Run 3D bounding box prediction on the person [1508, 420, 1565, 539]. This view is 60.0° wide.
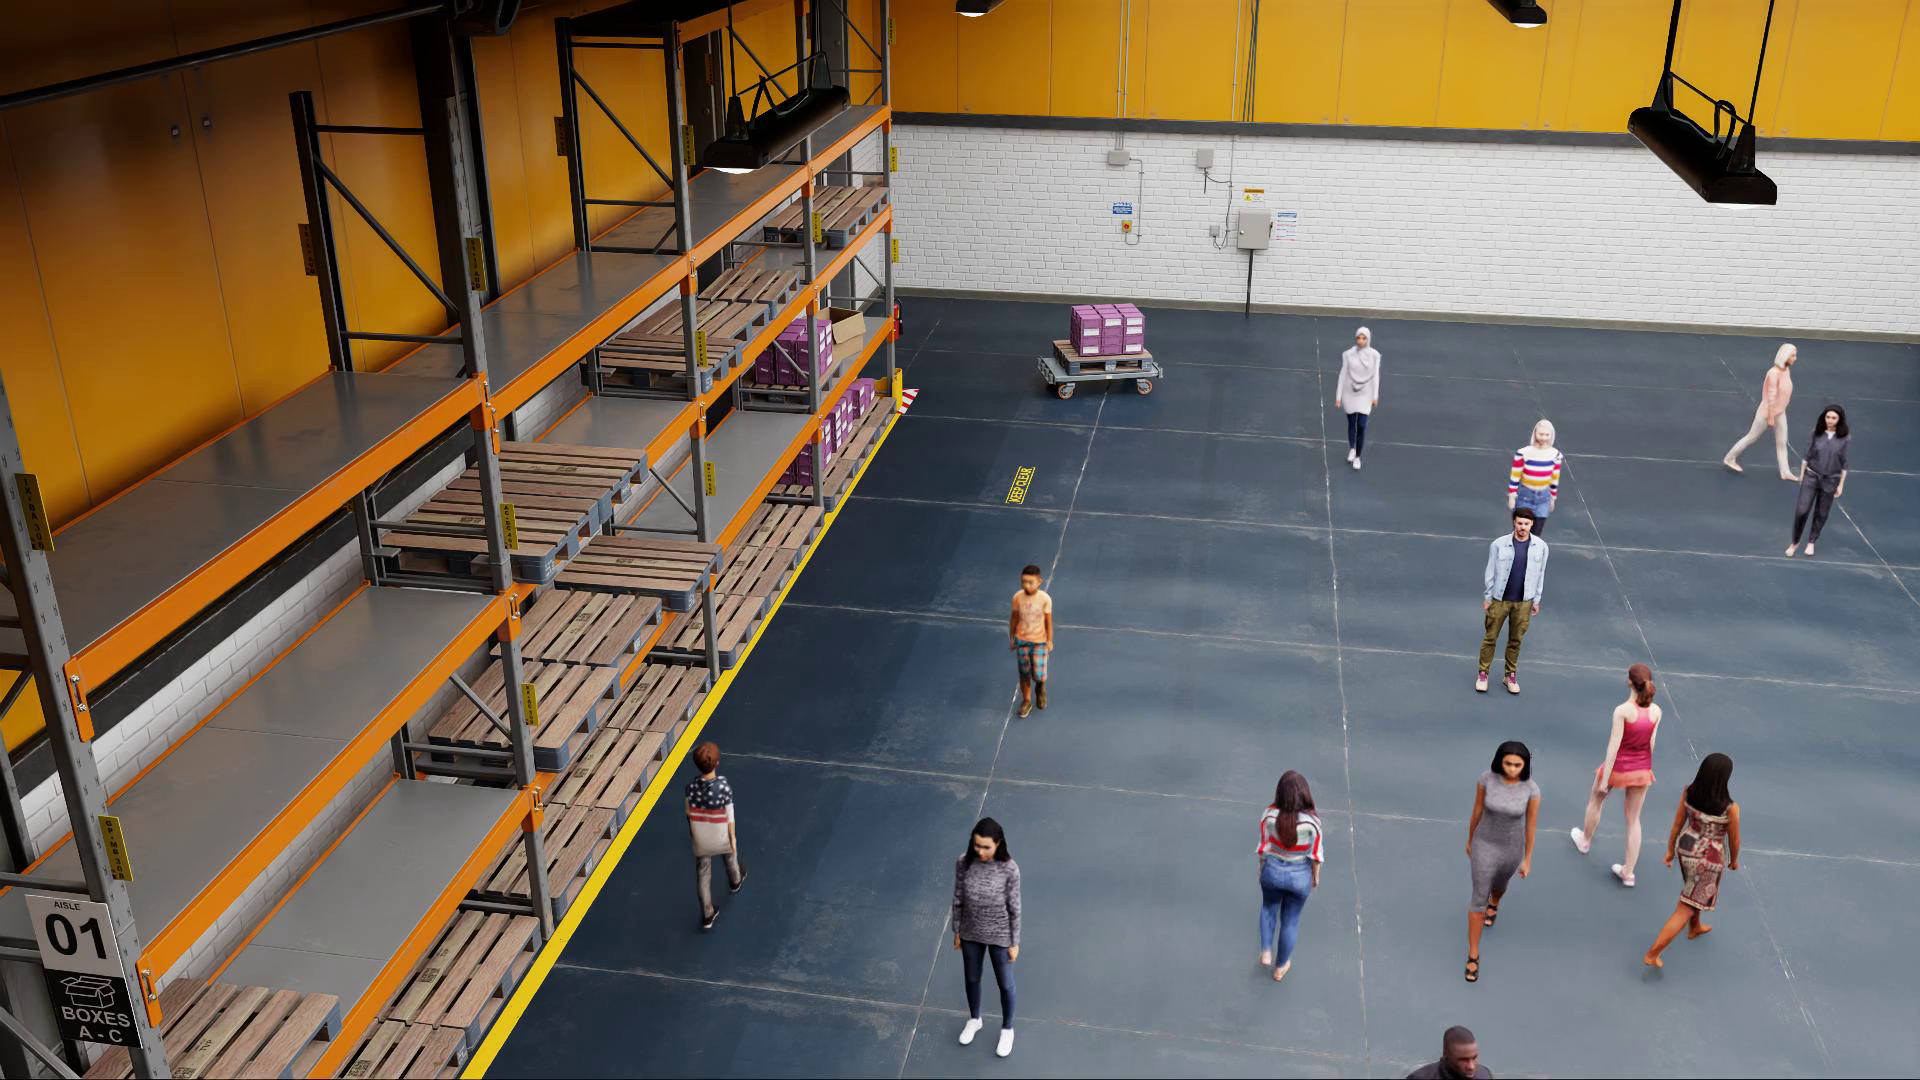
[{"bbox_3d":[6.014,-0.427,17.504,0.707,1.797,0.888,1,24,3],"label":"person"}]

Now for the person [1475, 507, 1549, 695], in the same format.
[{"bbox_3d":[5.057,0.541,15.273,0.669,1.812,0.547,3,24,8],"label":"person"}]

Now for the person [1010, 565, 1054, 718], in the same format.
[{"bbox_3d":[0.659,0.880,14.946,0.552,1.451,0.606,5,24,12],"label":"person"}]

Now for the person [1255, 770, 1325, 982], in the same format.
[{"bbox_3d":[2.221,2.348,11.401,0.665,1.602,0.654,10,25,21],"label":"person"}]

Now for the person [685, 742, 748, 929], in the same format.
[{"bbox_3d":[-1.815,2.163,12.063,0.562,1.409,0.892,3,24,7],"label":"person"}]

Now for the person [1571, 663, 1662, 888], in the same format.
[{"bbox_3d":[5.041,1.800,12.504,0.781,1.721,1.006,-2,24,-4],"label":"person"}]

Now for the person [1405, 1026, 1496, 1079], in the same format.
[{"bbox_3d":[2.523,3.297,8.967,0.872,1.811,1.033,-2,24,-5],"label":"person"}]

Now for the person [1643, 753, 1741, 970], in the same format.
[{"bbox_3d":[5.103,2.269,11.572,1.125,1.607,1.106,-14,27,-29],"label":"person"}]

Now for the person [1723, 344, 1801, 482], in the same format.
[{"bbox_3d":[9.784,-1.558,20.246,1.177,1.673,1.131,-21,31,-39],"label":"person"}]

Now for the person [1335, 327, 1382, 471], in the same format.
[{"bbox_3d":[4.969,-1.810,20.721,0.736,1.755,0.918,8,25,18],"label":"person"}]

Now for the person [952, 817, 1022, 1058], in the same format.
[{"bbox_3d":[0.185,2.537,10.805,0.642,1.732,0.582,8,25,17],"label":"person"}]

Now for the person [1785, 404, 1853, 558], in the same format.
[{"bbox_3d":[9.419,-0.677,18.141,0.718,1.746,0.776,12,26,25],"label":"person"}]

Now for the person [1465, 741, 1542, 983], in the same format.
[{"bbox_3d":[3.794,2.155,11.681,0.720,1.730,1.164,8,25,19],"label":"person"}]
